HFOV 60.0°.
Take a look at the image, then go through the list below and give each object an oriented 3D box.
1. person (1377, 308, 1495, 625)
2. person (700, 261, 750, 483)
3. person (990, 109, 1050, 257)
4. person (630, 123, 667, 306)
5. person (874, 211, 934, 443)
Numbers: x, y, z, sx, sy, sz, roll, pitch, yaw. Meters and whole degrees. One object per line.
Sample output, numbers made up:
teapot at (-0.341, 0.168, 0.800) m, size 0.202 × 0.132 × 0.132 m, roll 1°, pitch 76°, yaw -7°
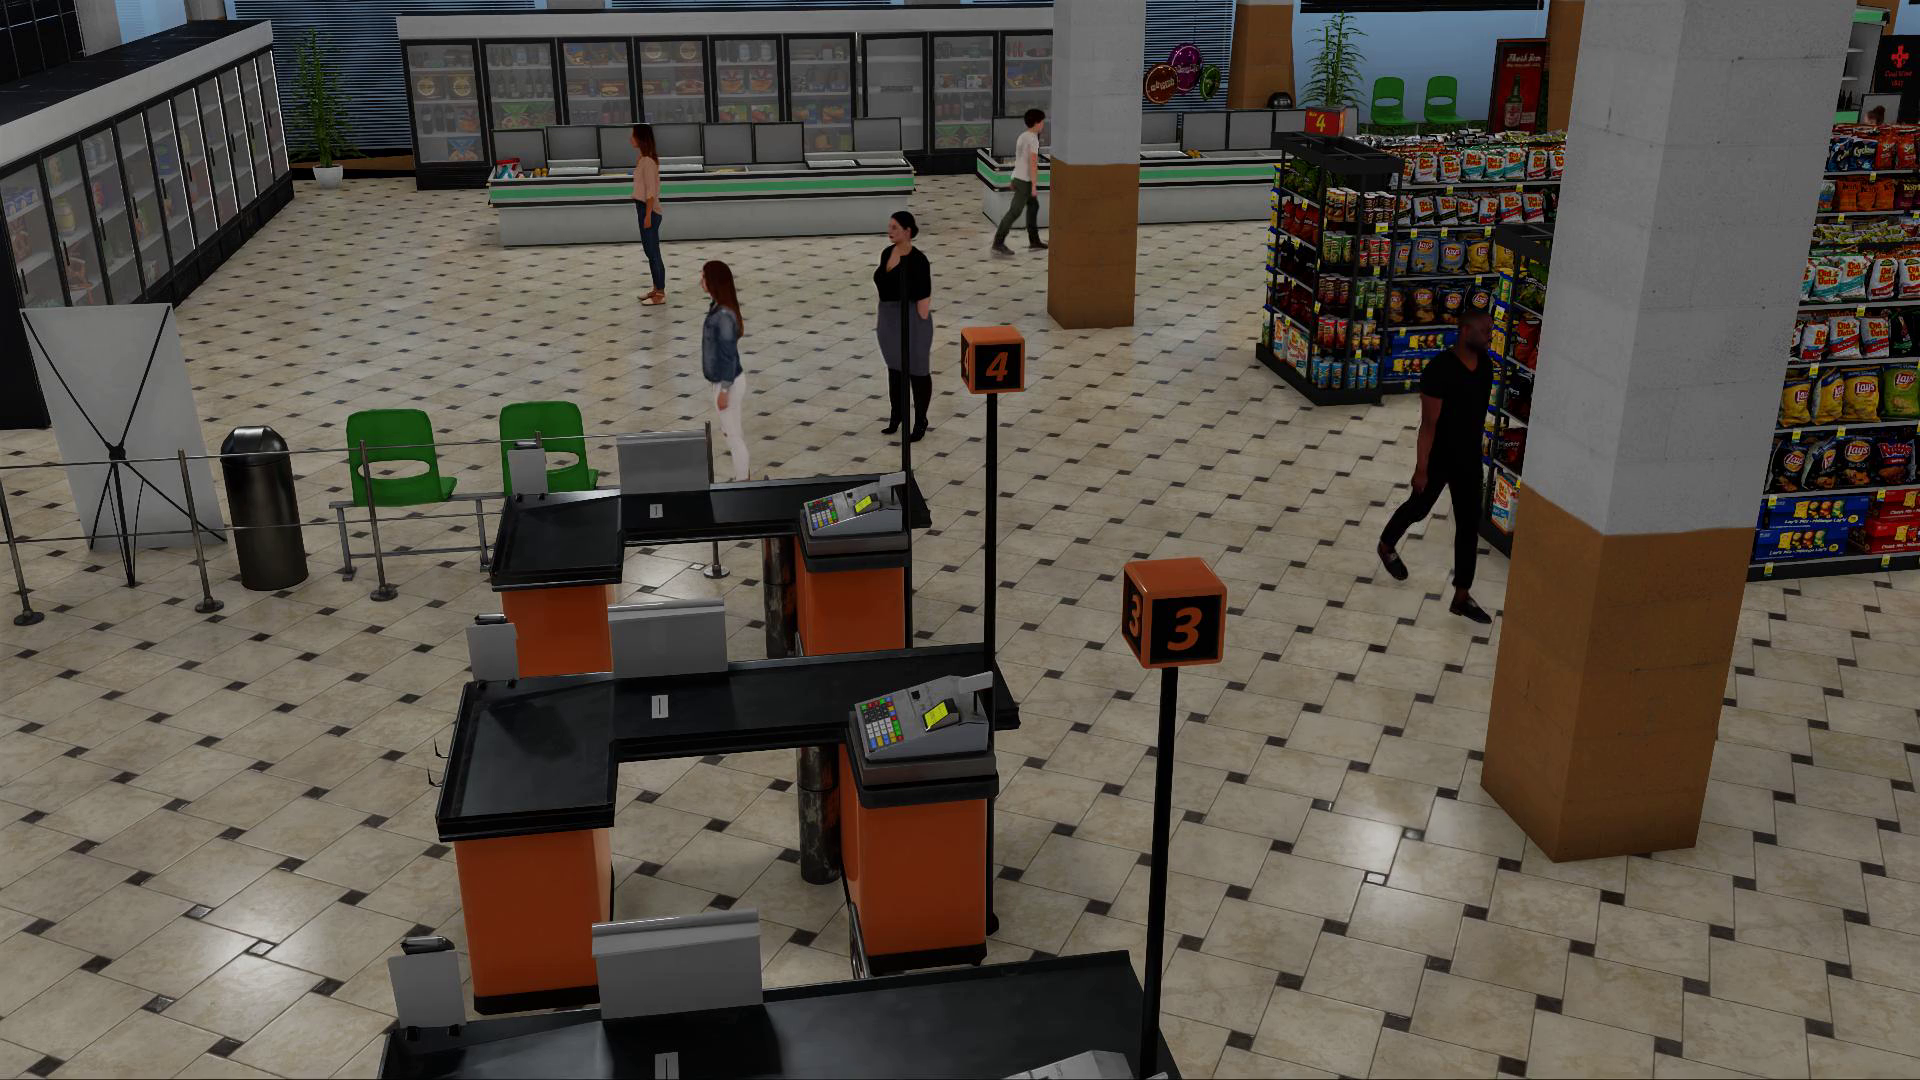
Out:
person at (2.783, -0.470, 9.743) m, size 1.272 × 1.760 × 0.977 m, roll -9°, pitch 24°, yaw -22°
person at (-1.560, -1.057, 11.283) m, size 0.492 × 1.701 × 0.614 m, roll -4°, pitch 22°, yaw -10°
person at (0.653, -3.996, 18.725) m, size 0.991 × 1.606 × 0.623 m, roll -5°, pitch 22°, yaw -12°
person at (-3.109, -3.263, 16.652) m, size 0.559 × 1.792 × 0.614 m, roll -7°, pitch 23°, yaw -17°
person at (-0.408, -1.622, 12.613) m, size 0.800 × 1.759 × 0.773 m, roll -19°, pitch 29°, yaw -39°
